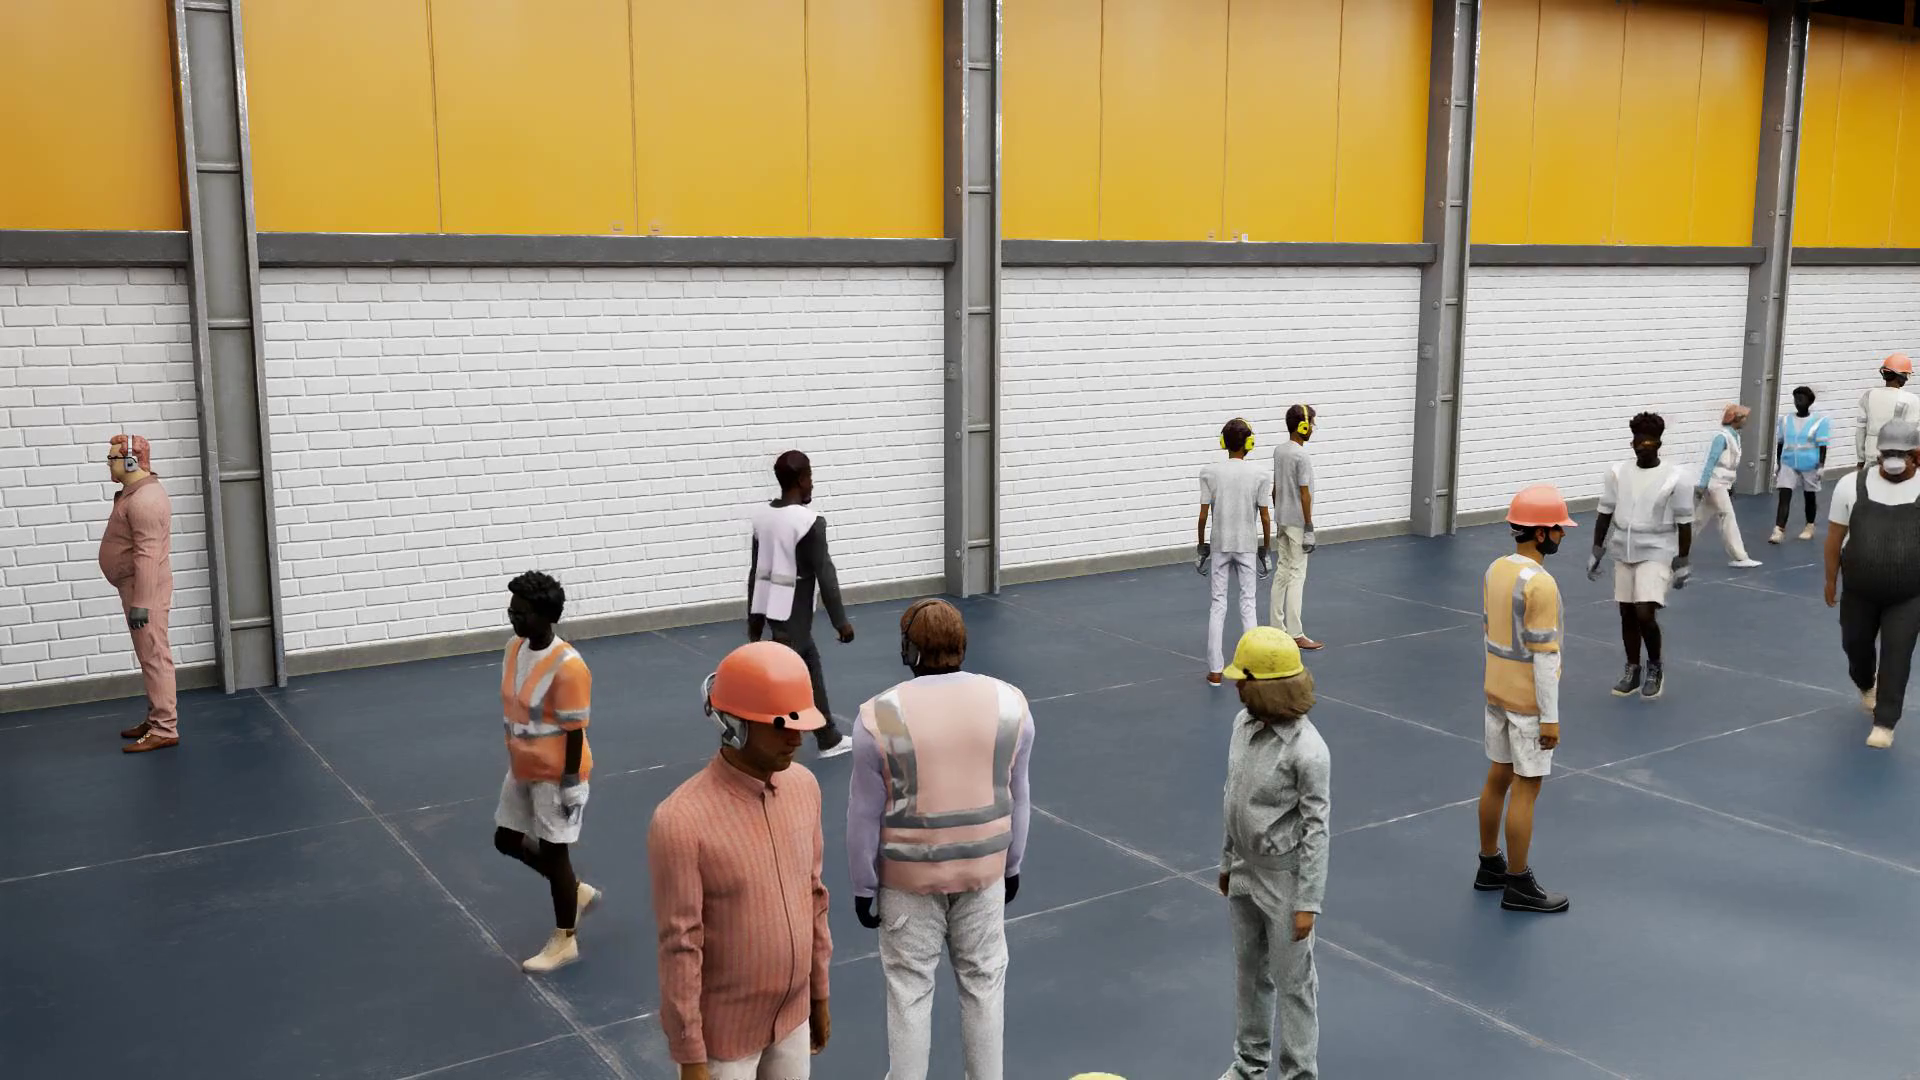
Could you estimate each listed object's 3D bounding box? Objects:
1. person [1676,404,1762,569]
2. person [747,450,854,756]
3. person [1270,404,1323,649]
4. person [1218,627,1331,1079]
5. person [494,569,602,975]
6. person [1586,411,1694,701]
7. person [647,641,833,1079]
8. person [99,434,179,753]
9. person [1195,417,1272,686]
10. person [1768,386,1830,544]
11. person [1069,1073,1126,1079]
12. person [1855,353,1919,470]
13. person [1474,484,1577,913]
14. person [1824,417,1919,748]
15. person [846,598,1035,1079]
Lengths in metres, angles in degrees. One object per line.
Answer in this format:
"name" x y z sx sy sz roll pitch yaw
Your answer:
"person" 7.295 -0.521 16.038 0.845 1.577 0.550 7 11 34
"person" -0.983 0.422 9.510 1.041 1.869 0.596 -7 12 -35
"person" 2.558 -0.099 12.653 0.329 1.861 0.508 -3 10 -18
"person" 1.020 1.138 5.558 0.313 1.739 0.484 -4 10 -25
"person" -1.702 0.946 6.856 0.384 1.686 0.552 -9 13 -43
"person" 4.540 0.111 11.128 0.470 1.948 0.628 -7 12 -37
"person" -0.528 1.229 4.293 0.405 1.982 0.615 6 11 34
"person" -4.942 0.314 10.021 0.410 1.909 0.643 -5 10 -26
"person" 1.893 0.089 11.503 0.532 1.864 0.312 2 10 15
"person" 8.770 -0.779 17.375 0.861 1.647 0.544 -9 13 -44
"person" 0.094 1.653 2.475 0.507 1.725 0.542 -2 10 -10
"person" 9.180 -0.822 16.449 0.373 2.042 0.614 -5 11 -29
"person" 2.570 0.709 7.546 0.355 1.939 0.543 -1 10 -9
"person" 5.737 0.204 10.279 0.694 2.000 0.823 7 12 36
"person" -0.074 1.099 5.520 0.626 1.836 0.428 -3 10 -16
